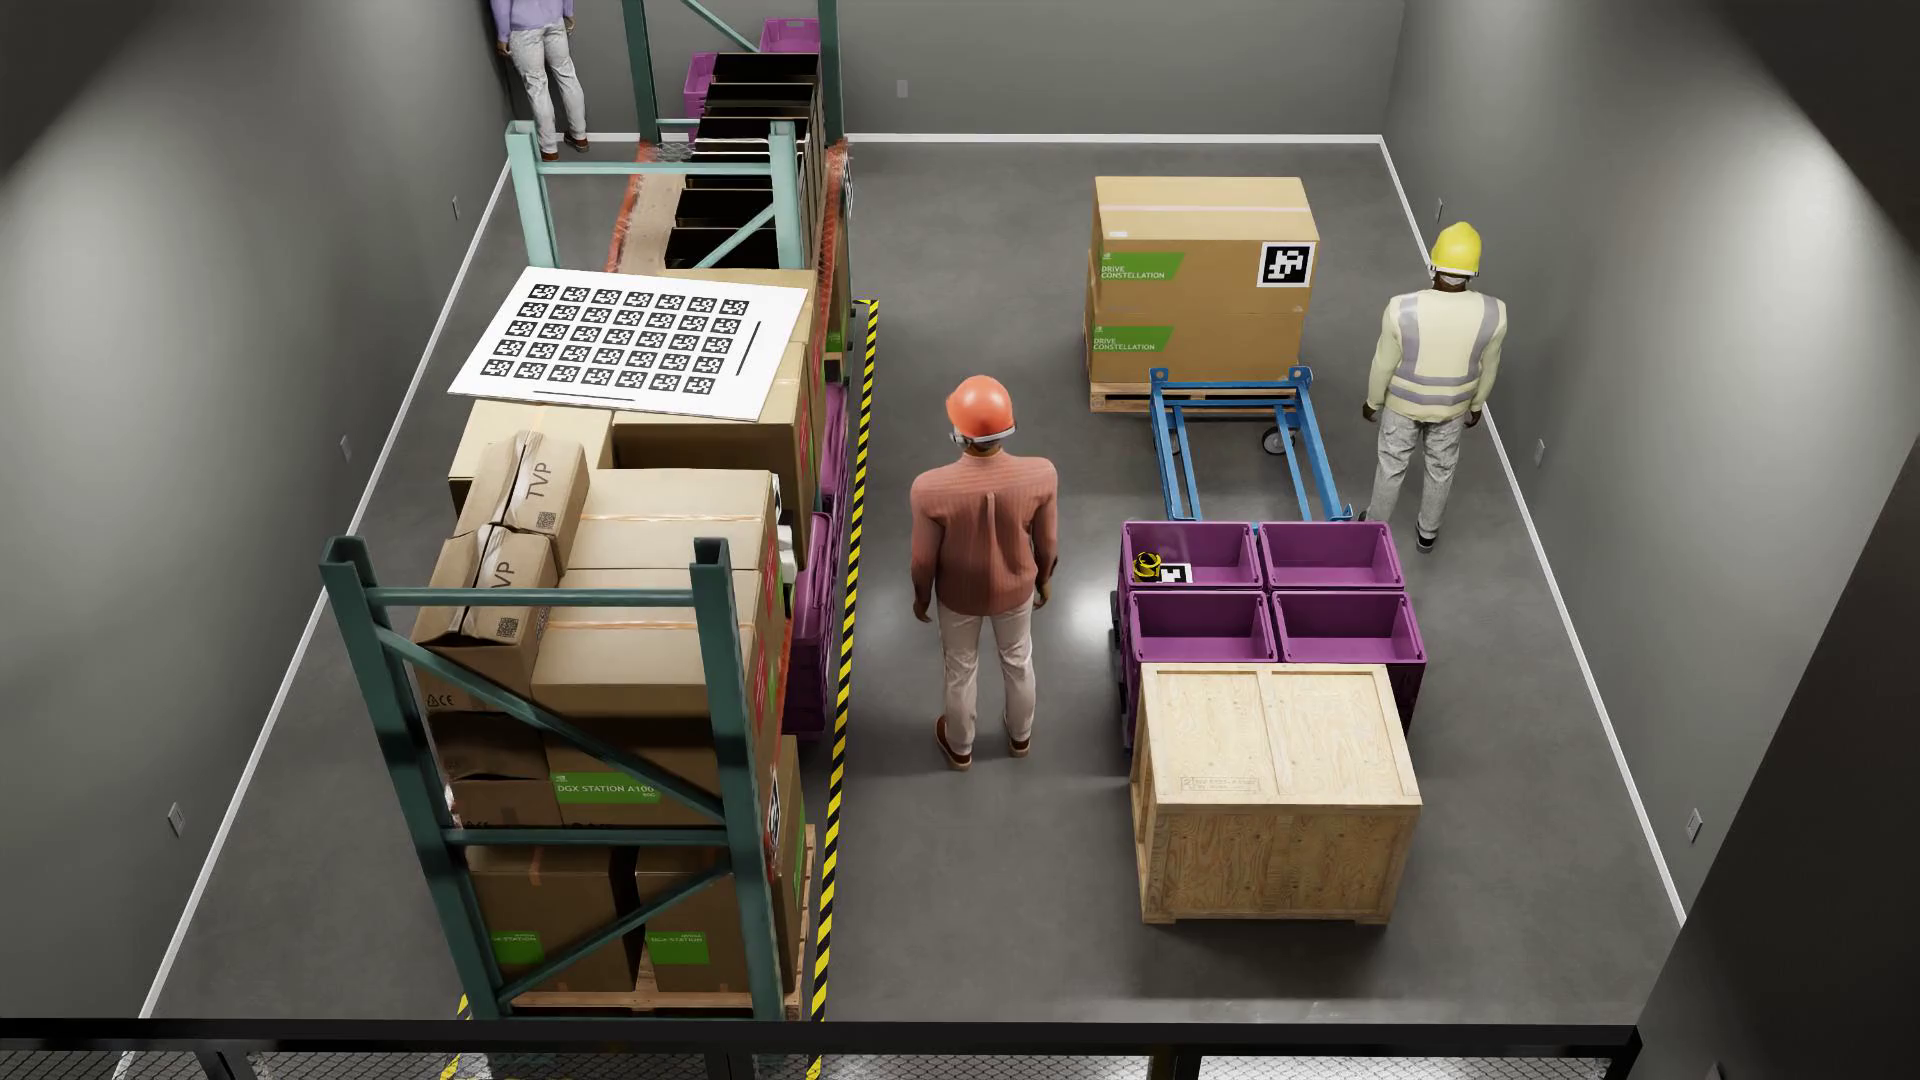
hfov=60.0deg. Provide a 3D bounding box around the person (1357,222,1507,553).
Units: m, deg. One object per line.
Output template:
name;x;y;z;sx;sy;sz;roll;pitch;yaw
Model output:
person;2.239;-0.700;7.990;0.588;1.835;0.403;3;41;3

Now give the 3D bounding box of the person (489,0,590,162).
person;-2.816;-3.437;11.033;0.353;1.937;0.635;32;51;31

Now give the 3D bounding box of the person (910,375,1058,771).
person;0.092;0.167;6.880;0.612;1.996;0.386;-8;42;-9
